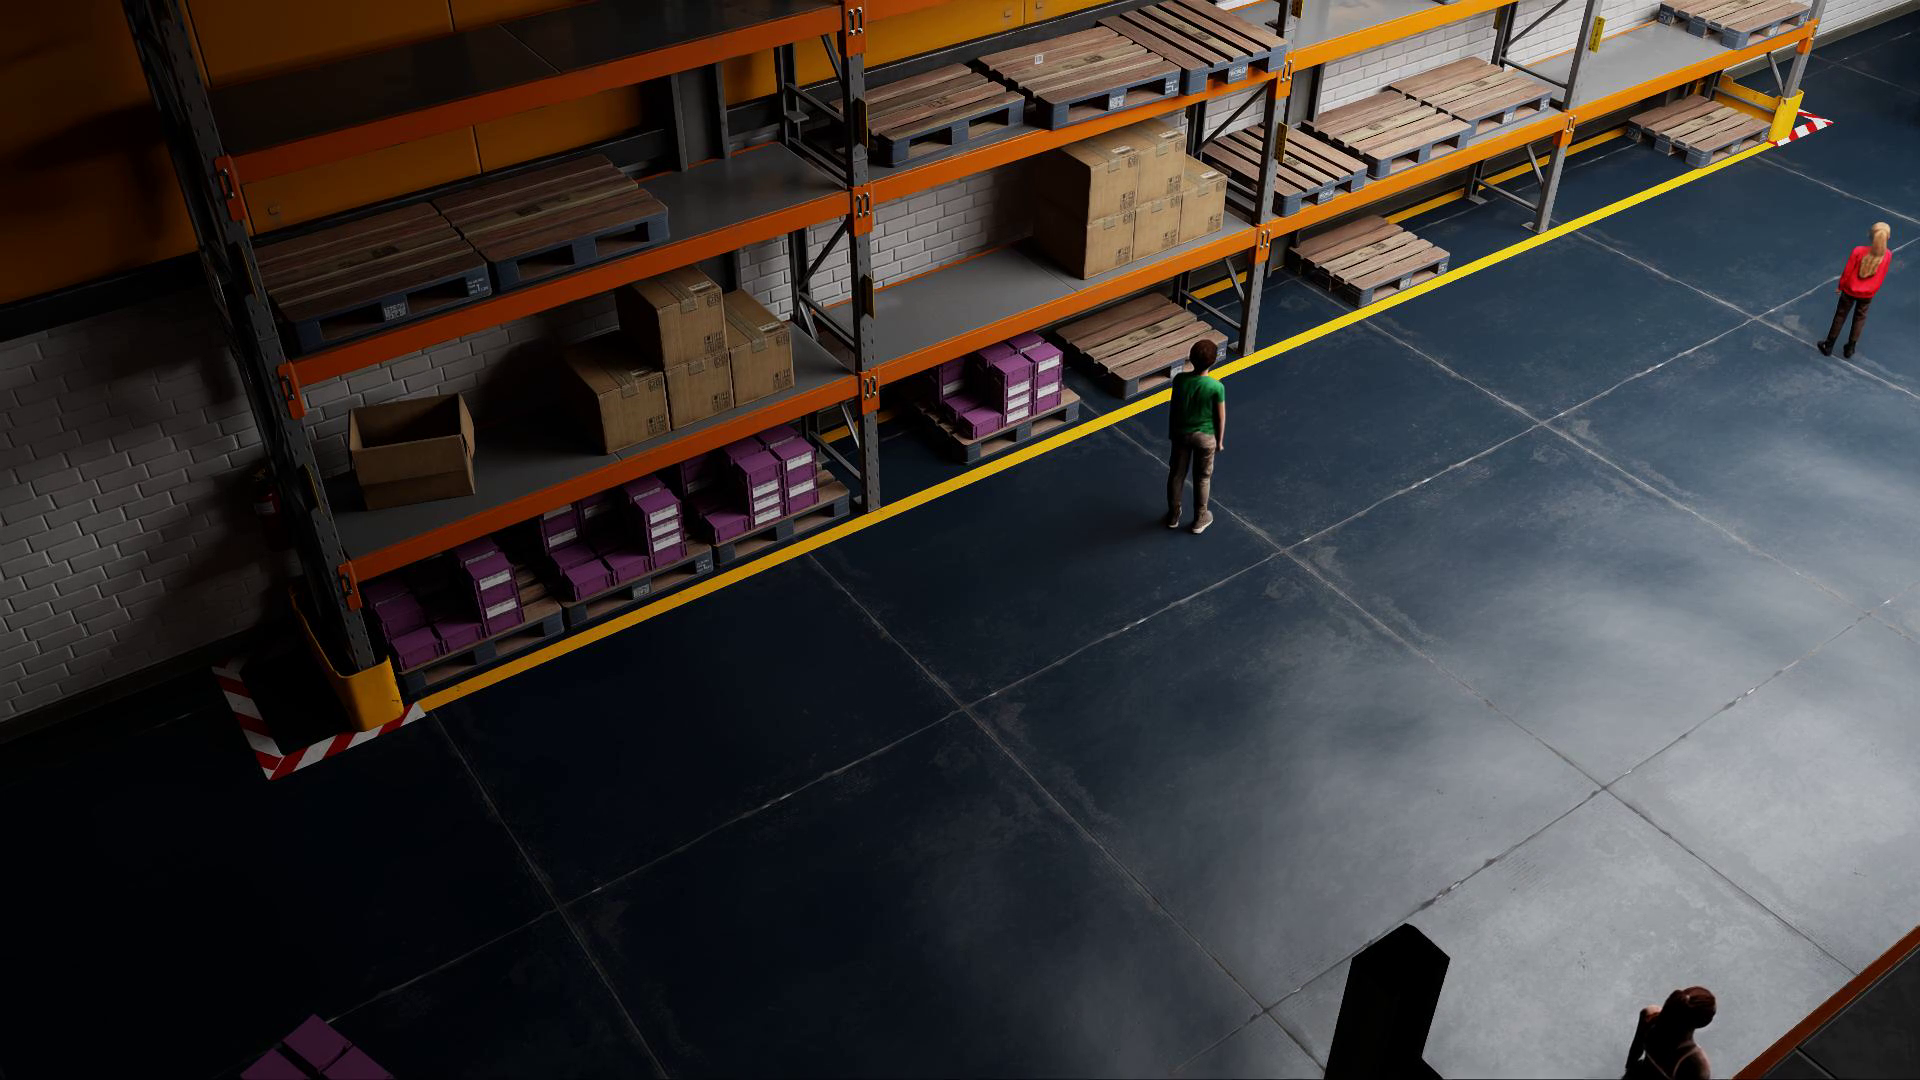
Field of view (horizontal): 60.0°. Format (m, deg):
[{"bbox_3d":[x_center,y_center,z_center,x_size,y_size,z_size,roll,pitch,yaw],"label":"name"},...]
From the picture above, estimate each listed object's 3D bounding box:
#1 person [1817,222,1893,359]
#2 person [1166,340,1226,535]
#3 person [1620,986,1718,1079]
[{"bbox_3d":[7.891,-2.197,14.597,0.584,1.282,0.639,9,39,11],"label":"person"},{"bbox_3d":[1.765,-0.777,12.524,0.660,1.651,0.685,14,41,17],"label":"person"},{"bbox_3d":[3.332,2.738,8.051,0.599,1.740,0.634,-13,40,-16],"label":"person"}]
